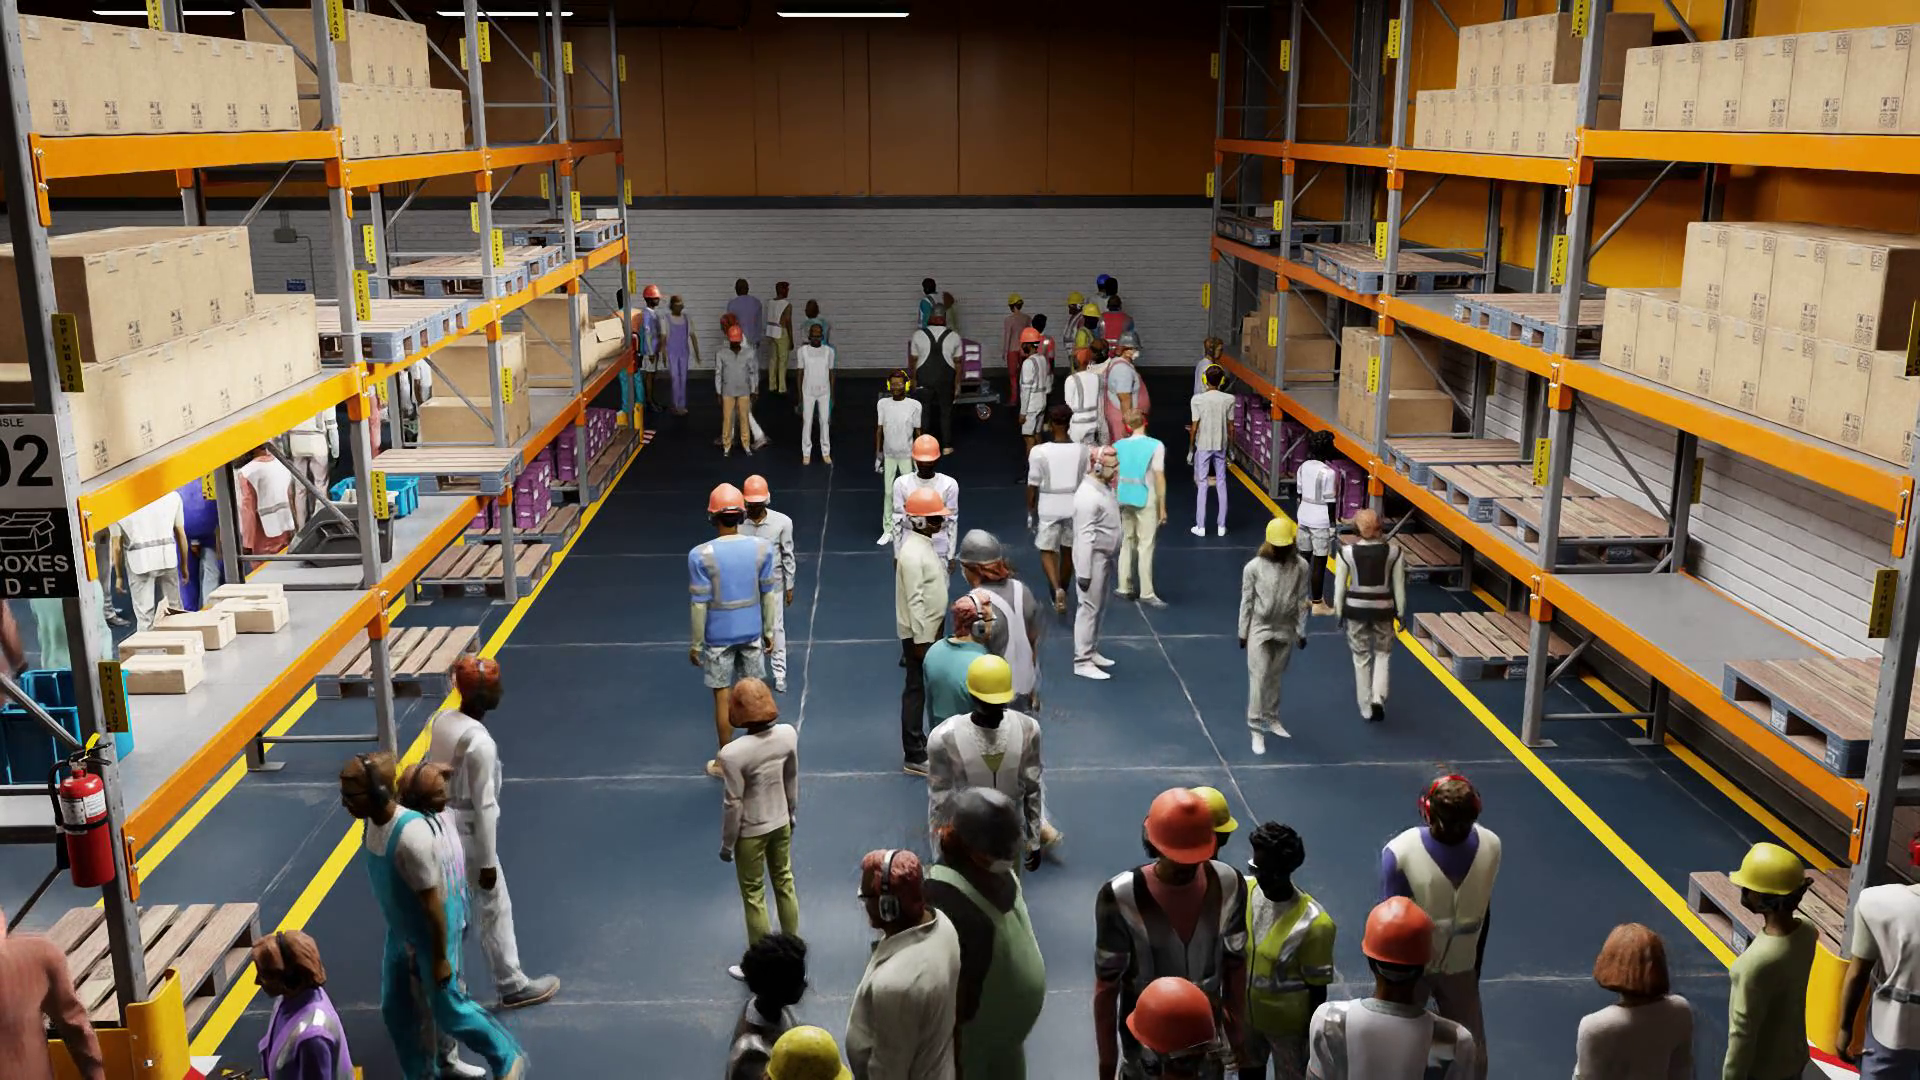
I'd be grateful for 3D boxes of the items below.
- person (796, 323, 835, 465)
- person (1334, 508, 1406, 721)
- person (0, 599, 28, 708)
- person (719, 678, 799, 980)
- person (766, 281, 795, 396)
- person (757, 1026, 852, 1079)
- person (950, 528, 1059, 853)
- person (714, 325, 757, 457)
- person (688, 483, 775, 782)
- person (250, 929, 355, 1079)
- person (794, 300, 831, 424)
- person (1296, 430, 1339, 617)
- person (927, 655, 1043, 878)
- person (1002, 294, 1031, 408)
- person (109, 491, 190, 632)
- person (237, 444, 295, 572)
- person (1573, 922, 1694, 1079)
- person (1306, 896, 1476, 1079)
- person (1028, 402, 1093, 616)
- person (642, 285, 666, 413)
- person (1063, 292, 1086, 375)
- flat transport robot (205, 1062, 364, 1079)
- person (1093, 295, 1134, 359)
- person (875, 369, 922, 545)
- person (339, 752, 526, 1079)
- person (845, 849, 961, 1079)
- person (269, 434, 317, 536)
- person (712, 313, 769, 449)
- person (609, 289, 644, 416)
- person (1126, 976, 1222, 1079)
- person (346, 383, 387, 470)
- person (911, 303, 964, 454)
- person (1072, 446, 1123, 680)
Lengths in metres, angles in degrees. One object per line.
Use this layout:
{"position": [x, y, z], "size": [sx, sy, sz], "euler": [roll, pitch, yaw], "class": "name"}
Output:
{"position": [-1.857, -1.887, 21.526], "size": [0.506, 1.842, 0.346], "euler": [-3, 15, -12], "class": "person"}
{"position": [3.035, 0.558, 12.345], "size": [0.535, 1.617, 0.361], "euler": [3, 15, 10], "class": "person"}
{"position": [-6.483, 0.824, 10.866], "size": [0.636, 1.851, 0.865], "euler": [1, 14, 2], "class": "person"}
{"position": [-1.041, 1.501, 8.638], "size": [0.267, 1.631, 0.507], "euler": [12, 19, 39], "class": "person"}
{"position": [-2.920, -3.256, 26.920], "size": [0.392, 1.836, 0.562], "euler": [-12, 19, -39], "class": "person"}
{"position": [-0.487, 2.319, 5.229], "size": [0.320, 1.738, 0.484], "euler": [5, 15, 20], "class": "person"}
{"position": [0.269, 0.894, 10.209], "size": [0.965, 2.000, 0.685], "euler": [11, 18, 37], "class": "person"}
{"position": [-2.974, -1.983, 22.087], "size": [0.559, 1.746, 0.332], "euler": [-4, 15, -14], "class": "person"}
{"position": [-1.553, 0.623, 11.268], "size": [0.615, 2.040, 0.391], "euler": [-8, 17, -30], "class": "person"}
{"position": [-2.344, 2.164, 6.044], "size": [0.320, 1.631, 0.523], "euler": [-8, 16, -28], "class": "person"}
{"position": [-2.157, -2.636, 24.567], "size": [0.496, 1.787, 0.953], "euler": [-7, 16, -27], "class": "person"}
{"position": [3.229, -0.154, 15.011], "size": [0.318, 1.697, 0.535], "euler": [-6, 15, -22], "class": "person"}
{"position": [0.137, 1.471, 8.192], "size": [0.587, 1.919, 0.397], "euler": [-4, 15, -17], "class": "person"}
{"position": [0.872, -2.931, 25.776], "size": [0.524, 1.768, 0.312], "euler": [-11, 18, -38], "class": "person"}
{"position": [-6.396, 0.239, 13.167], "size": [0.567, 1.846, 0.389], "euler": [-12, 19, -39], "class": "person"}
{"position": [-5.882, -0.048, 14.178], "size": [0.399, 1.906, 0.603], "euler": [3, 15, 13], "class": "person"}
{"position": [2.444, 2.184, 6.003], "size": [0.503, 1.613, 0.590], "euler": [-6, 15, -22], "class": "person"}
{"position": [1.434, 2.121, 5.625], "size": [0.543, 1.929, 0.386], "euler": [6, 16, 23], "class": "person"}
{"position": [0.914, -0.255, 14.912], "size": [0.608, 1.948, 0.698], "euler": [-2, 14, -7], "class": "person"}
{"position": [-4.674, -2.906, 25.328], "size": [0.364, 1.939, 0.542], "euler": [-1, 14, -5], "class": "person"}
{"position": [1.788, -2.896, 25.527], "size": [0.403, 1.825, 0.596], "euler": [-2, 14, -9], "class": "person"}
{"position": [-2.906, 2.618, 6.969], "size": [0.652, 0.197, 1.431], "euler": [-4, 15, -14], "class": "flat transport robot"}
{"position": [2.286, -2.747, 24.932], "size": [0.631, 1.837, 0.432], "euler": [0, 14, 2], "class": "person"}
{"position": [-0.648, -0.863, 17.441], "size": [0.514, 1.876, 0.328], "euler": [3, 15, 11], "class": "person"}
{"position": [-2.340, 1.736, 7.426], "size": [0.527, 1.795, 0.707], "euler": [13, 19, 41], "class": "person"}
{"position": [-0.216, 2.022, 6.085], "size": [0.400, 1.895, 0.652], "euler": [3, 15, 12], "class": "person"}
{"position": [-7.119, -0.978, 17.887], "size": [0.575, 1.880, 0.358], "euler": [-8, 16, -28], "class": "person"}
{"position": [-2.989, -2.152, 22.556], "size": [0.882, 1.852, 0.579], "euler": [4, 15, 15], "class": "person"}
{"position": [-4.998, -2.816, 25.017], "size": [0.391, 1.920, 0.593], "euler": [13, 19, 42], "class": "person"}
{"position": [0.629, 2.255, 5.065], "size": [0.626, 1.944, 1.031], "euler": [-10, 17, -34], "class": "person"}
{"position": [-7.570, -1.871, 21.179], "size": [0.618, 1.986, 0.408], "euler": [4, 15, 14], "class": "person"}
{"position": [-0.302, -2.161, 22.201], "size": [0.698, 2.000, 0.536], "euler": [0, 14, -1], "class": "person"}
{"position": [1.104, 0.173, 13.339], "size": [0.398, 1.897, 0.670], "euler": [3, 15, 13], "class": "person"}
